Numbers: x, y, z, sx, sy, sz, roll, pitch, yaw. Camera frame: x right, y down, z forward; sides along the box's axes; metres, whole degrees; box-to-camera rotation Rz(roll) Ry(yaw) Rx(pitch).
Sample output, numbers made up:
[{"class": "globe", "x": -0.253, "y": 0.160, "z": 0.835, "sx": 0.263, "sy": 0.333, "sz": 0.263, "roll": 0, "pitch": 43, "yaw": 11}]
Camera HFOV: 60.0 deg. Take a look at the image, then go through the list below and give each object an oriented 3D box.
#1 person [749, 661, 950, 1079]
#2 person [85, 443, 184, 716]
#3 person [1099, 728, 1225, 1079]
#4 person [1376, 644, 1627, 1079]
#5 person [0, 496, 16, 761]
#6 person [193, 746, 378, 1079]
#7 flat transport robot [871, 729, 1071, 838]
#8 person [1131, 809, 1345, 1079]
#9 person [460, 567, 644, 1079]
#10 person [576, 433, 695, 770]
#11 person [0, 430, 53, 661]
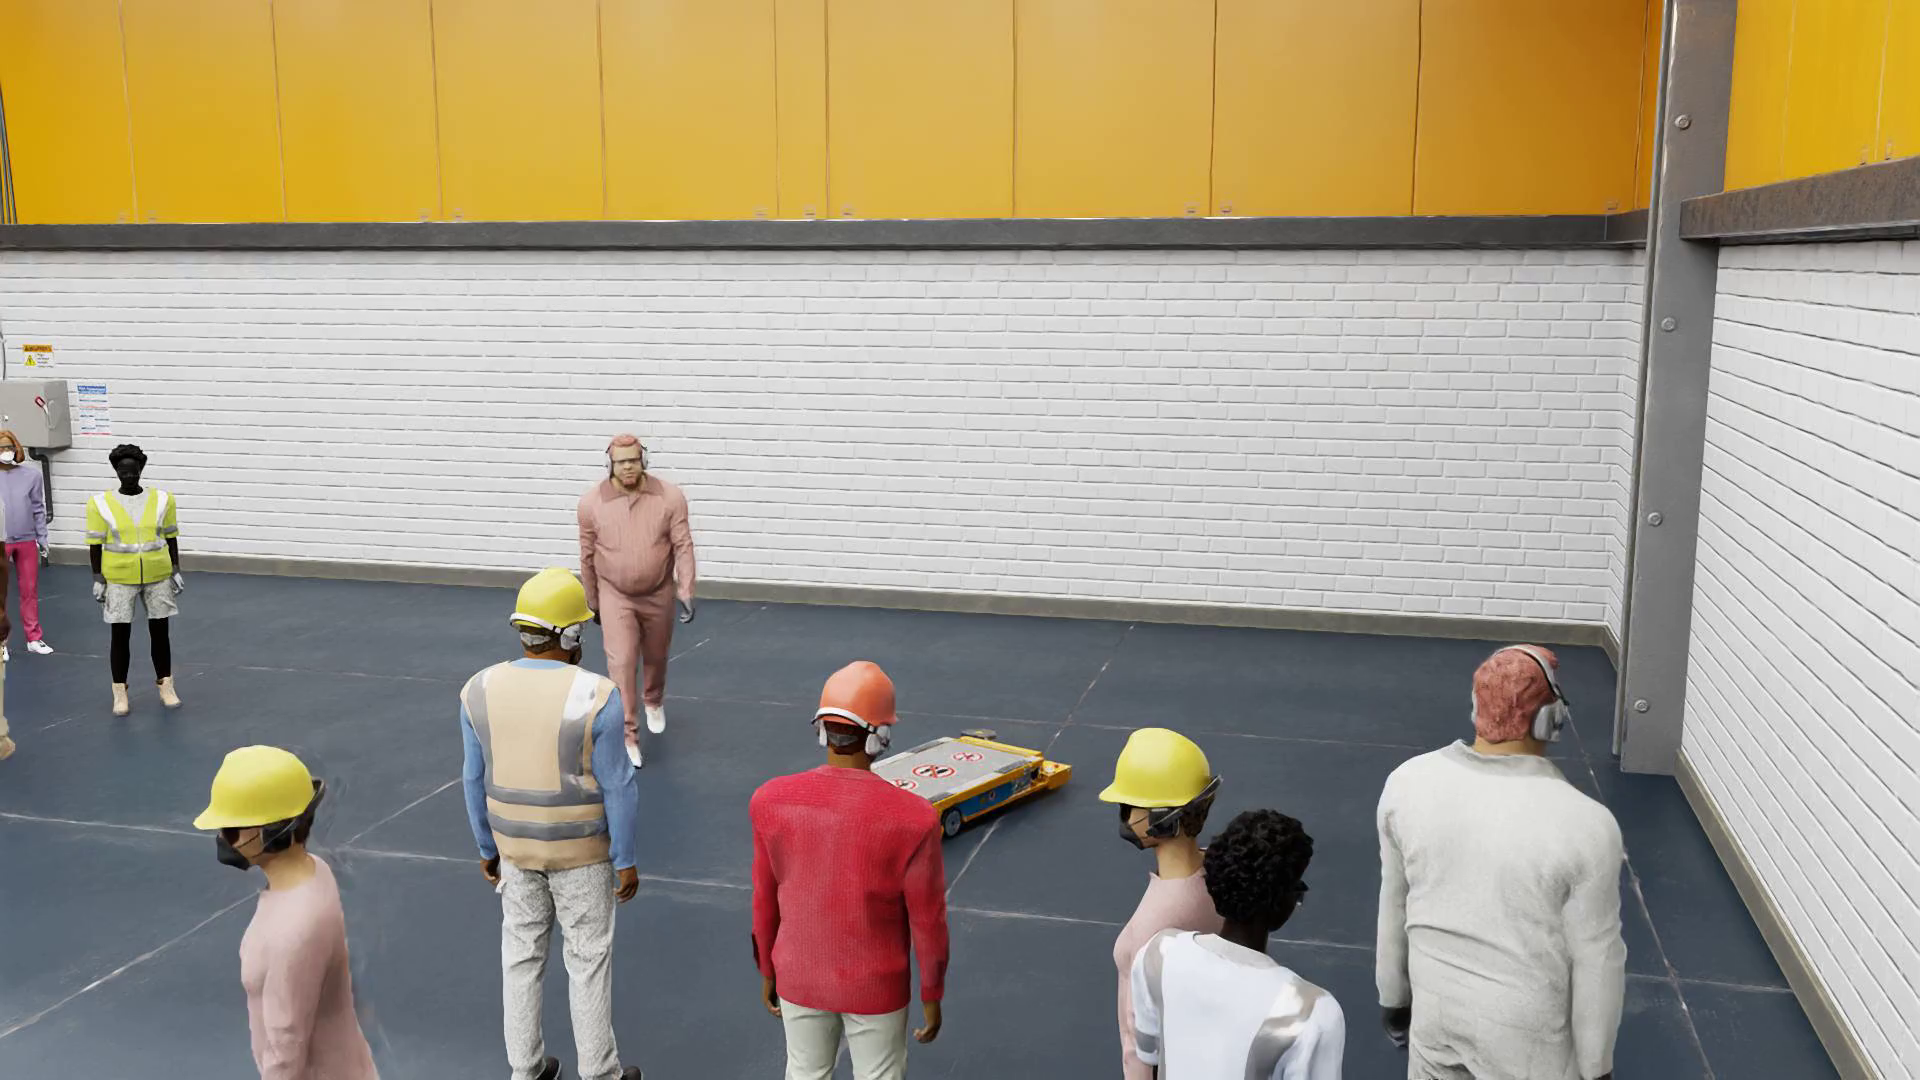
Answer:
[{"class": "person", "x": -0.301, "y": 1.194, "z": 4.631, "sx": 0.574, "sy": 1.740, "sz": 0.355, "roll": 3, "pitch": 10, "yaw": 16}, {"class": "person", "x": -5.131, "y": 0.238, "z": 10.373, "sx": 0.542, "sy": 1.697, "sz": 0.316, "roll": -7, "pitch": 12, "yaw": -36}, {"class": "person", "x": 0.483, "y": 1.304, "z": 3.927, "sx": 0.341, "sy": 1.760, "sz": 0.525, "roll": 4, "pitch": 11, "yaw": 24}, {"class": "person", "x": 1.355, "y": 1.194, "z": 4.182, "sx": 0.404, "sy": 1.896, "sz": 0.650, "roll": -8, "pitch": 13, "yaw": -40}, {"class": "person", "x": -5.505, "y": 0.307, "z": 8.964, "sx": 0.689, "sy": 2.000, "sz": 0.992, "roll": -2, "pitch": 10, "yaw": -11}, {"class": "person", "x": -1.571, "y": 1.319, "z": 3.967, "sx": 0.934, "sy": 1.710, "sz": 0.533, "roll": -5, "pitch": 11, "yaw": -25}, {"class": "flat transport robot", "x": -0.092, "y": 1.260, "z": 8.556, "sx": 0.652, "sy": 0.197, "sz": 1.431, "roll": 7, "pitch": 12, "yaw": 37}, {"class": "person", "x": 0.588, "y": 1.401, "z": 3.570, "sx": 0.320, "sy": 1.686, "sz": 0.539, "roll": -9, "pitch": 13, "yaw": -43}, {"class": "person", "x": -1.330, "y": 0.997, "z": 5.513, "sx": 0.600, "sy": 1.829, "sz": 0.404, "roll": 3, "pitch": 10, "yaw": 15}, {"class": "person", "x": -1.864, "y": 0.296, "z": 9.574, "sx": 0.631, "sy": 1.866, "sz": 0.986, "roll": -3, "pitch": 10, "yaw": -17}, {"class": "person", "x": -6.719, "y": 0.032, "z": 11.785, "sx": 0.280, "sy": 1.633, "sz": 0.500, "roll": 8, "pitch": 12, "yaw": 39}]
